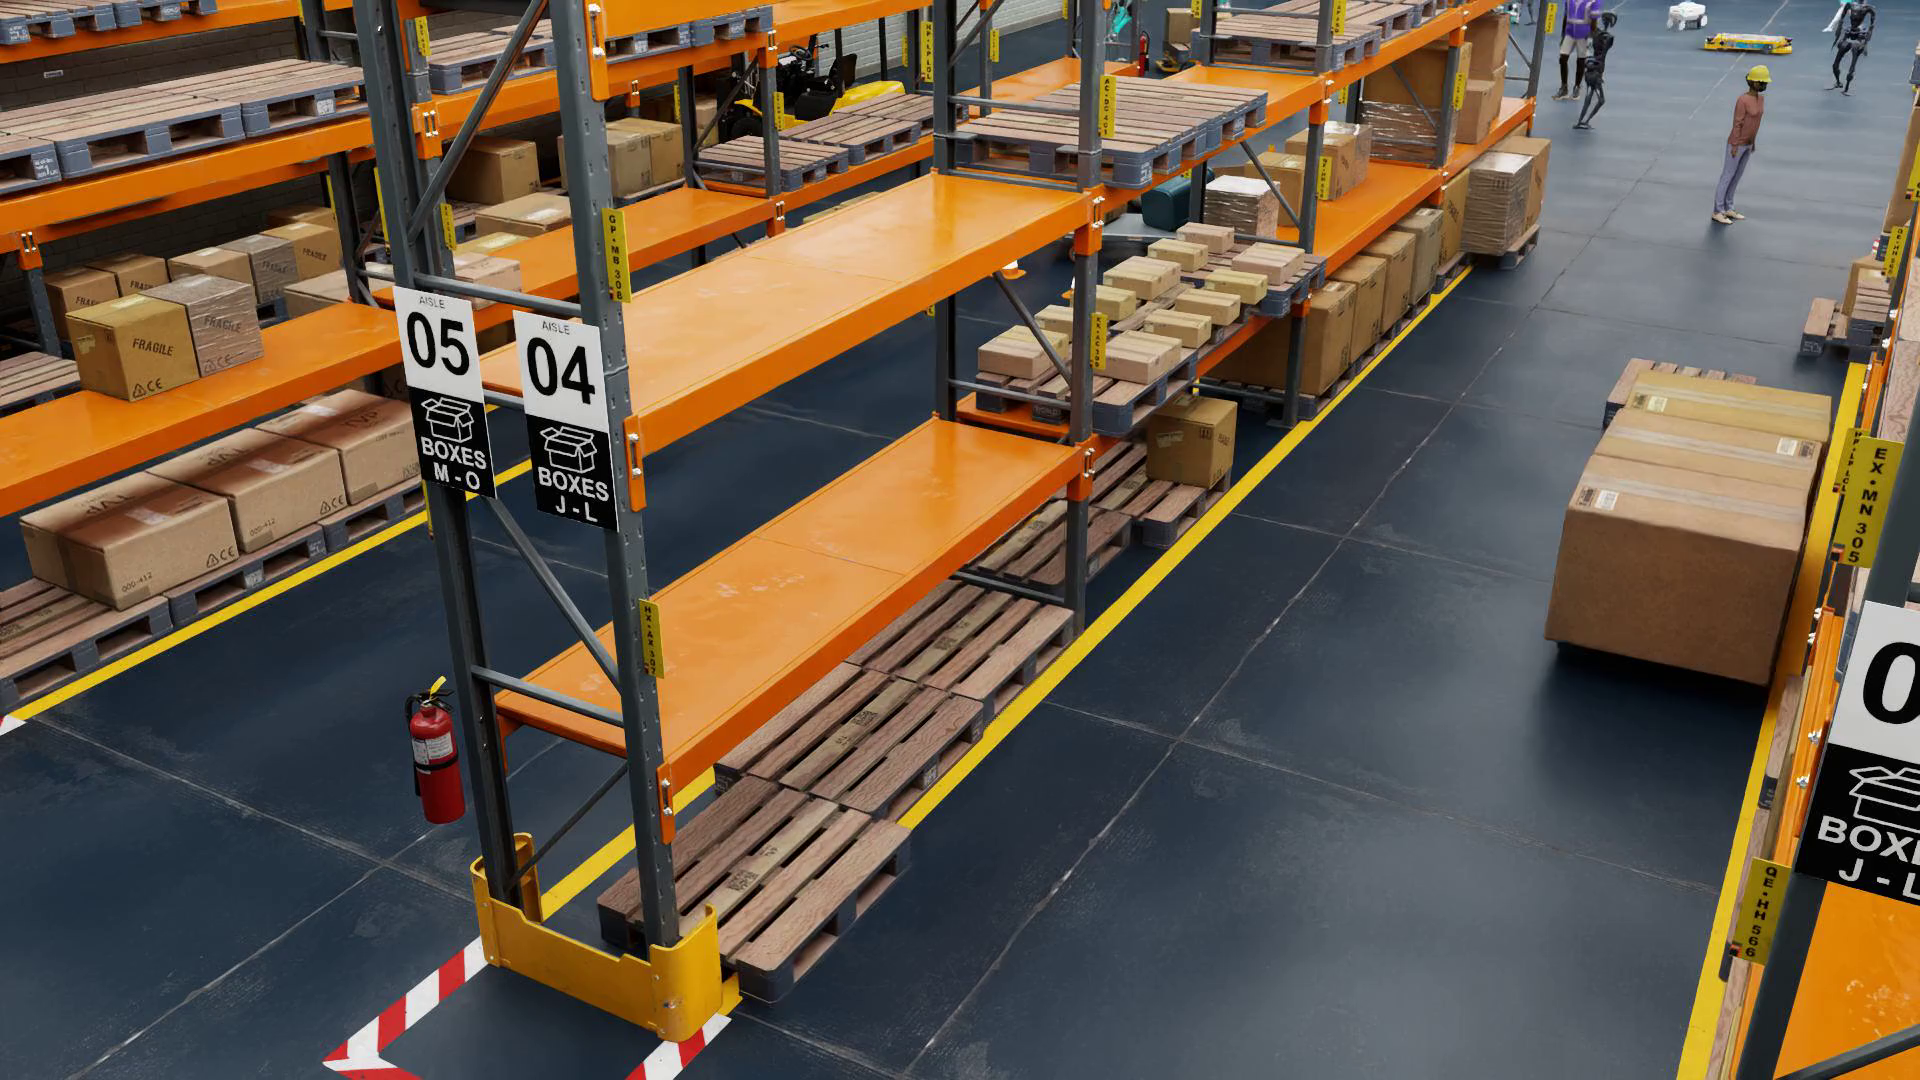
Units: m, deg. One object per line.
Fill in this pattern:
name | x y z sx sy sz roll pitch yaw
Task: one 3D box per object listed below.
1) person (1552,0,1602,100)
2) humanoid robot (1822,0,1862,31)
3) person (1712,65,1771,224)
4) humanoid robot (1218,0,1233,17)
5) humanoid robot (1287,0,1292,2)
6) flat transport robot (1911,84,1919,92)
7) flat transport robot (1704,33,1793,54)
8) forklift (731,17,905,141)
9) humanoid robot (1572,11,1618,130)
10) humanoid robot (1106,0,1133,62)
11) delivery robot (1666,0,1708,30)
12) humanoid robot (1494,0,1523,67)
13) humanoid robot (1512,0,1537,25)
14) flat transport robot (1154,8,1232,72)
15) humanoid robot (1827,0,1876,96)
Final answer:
person | 9.451 -7.726 25.487 0.629 1.932 0.584 21 33 37
humanoid robot | 16.852 -10.486 31.511 0.942 1.812 0.560 2 26 4
person | 8.959 -4.523 19.013 0.523 1.769 0.324 -20 32 -35
humanoid robot | 5.206 -10.677 31.859 0.702 1.812 0.537 19 32 34
humanoid robot | 4.979 -7.290 24.873 0.603 1.648 0.413 16 30 30
flat transport robot | 15.662 -6.959 25.802 0.659 0.231 1.431 -11 28 -22
flat transport robot | 14.164 -8.919 29.874 1.431 0.231 0.659 11 28 21
forklift | -1.819 -5.975 21.543 2.313 2.155 1.214 14 29 26
humanoid robot | 8.980 -6.633 23.511 0.363 1.643 0.614 4 26 8
humanoid robot | 2.721 -9.017 28.374 0.739 1.782 0.538 -19 32 -34
delivery robot | 14.034 -10.138 32.095 0.807 0.609 0.499 -16 30 -29
humanoid robot | 9.174 -9.033 28.450 0.551 1.783 0.918 -8 27 -16
humanoid robot | 11.018 -10.823 32.214 0.600 1.642 0.590 -20 32 -36
flat transport robot | 4.056 -8.083 28.138 1.431 0.231 0.659 -3 26 -6
humanoid robot | 13.928 -7.791 25.916 0.436 1.646 0.590 -18 31 -33
